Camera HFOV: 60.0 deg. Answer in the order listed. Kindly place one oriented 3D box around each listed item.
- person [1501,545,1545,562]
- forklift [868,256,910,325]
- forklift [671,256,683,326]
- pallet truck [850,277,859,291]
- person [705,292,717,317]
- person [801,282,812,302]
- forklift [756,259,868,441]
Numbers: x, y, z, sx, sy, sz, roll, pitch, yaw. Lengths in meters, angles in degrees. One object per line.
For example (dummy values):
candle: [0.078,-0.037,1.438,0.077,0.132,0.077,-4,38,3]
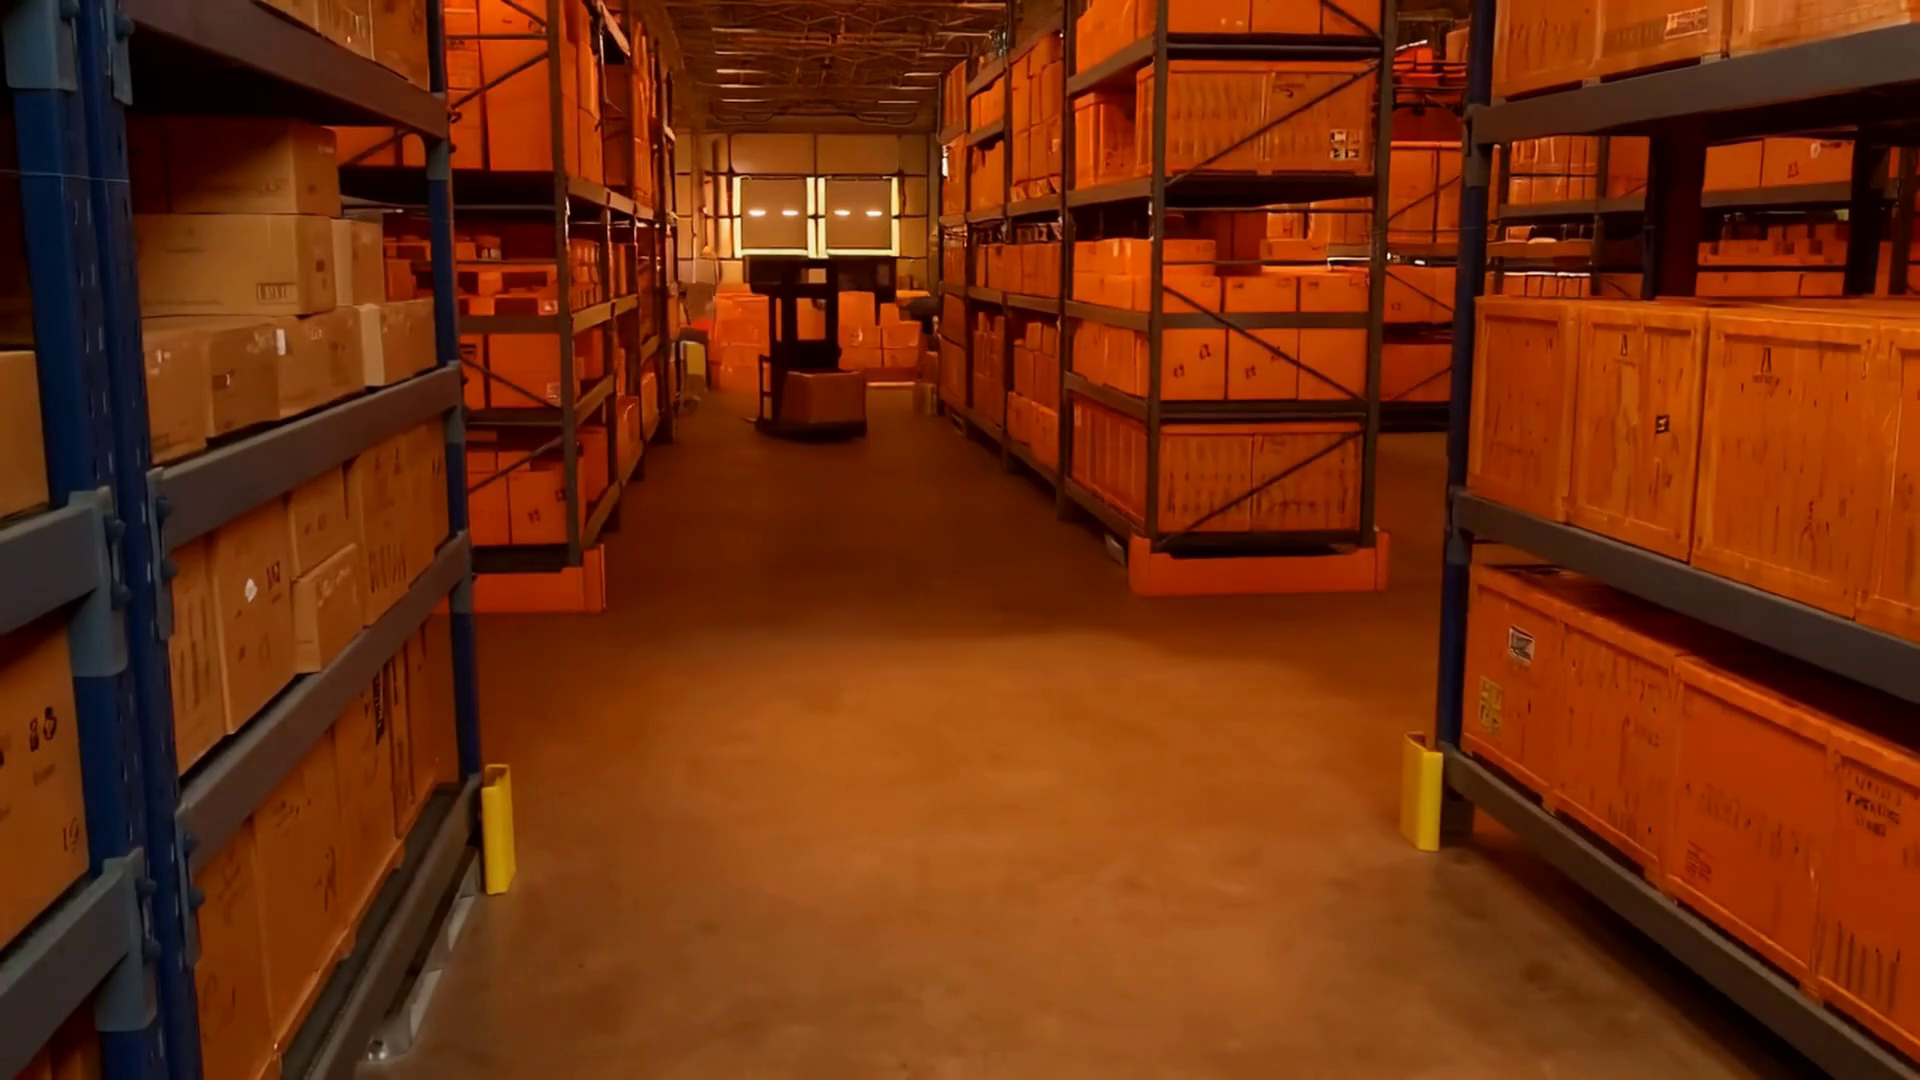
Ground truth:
person: [3.142,0.500,9.046,0.647,1.722,0.489,-1,10,-7]
forklift: [-2.547,-7.926,54.709,1.129,2.768,1.873,-6,12,-33]
forklift: [-10.866,-8.982,60.854,1.129,2.768,1.873,-4,11,-22]
pallet truck: [-3.782,-9.391,65.808,1.885,1.965,0.823,2,10,10]
person: [-6.881,-5.833,45.480,0.971,1.881,0.666,0,10,2]
person: [-5.635,-8.454,60.694,0.728,1.865,0.951,6,12,33]
forklift: [-2.346,-3.041,26.267,1.129,2.768,1.873,-6,11,-32]
